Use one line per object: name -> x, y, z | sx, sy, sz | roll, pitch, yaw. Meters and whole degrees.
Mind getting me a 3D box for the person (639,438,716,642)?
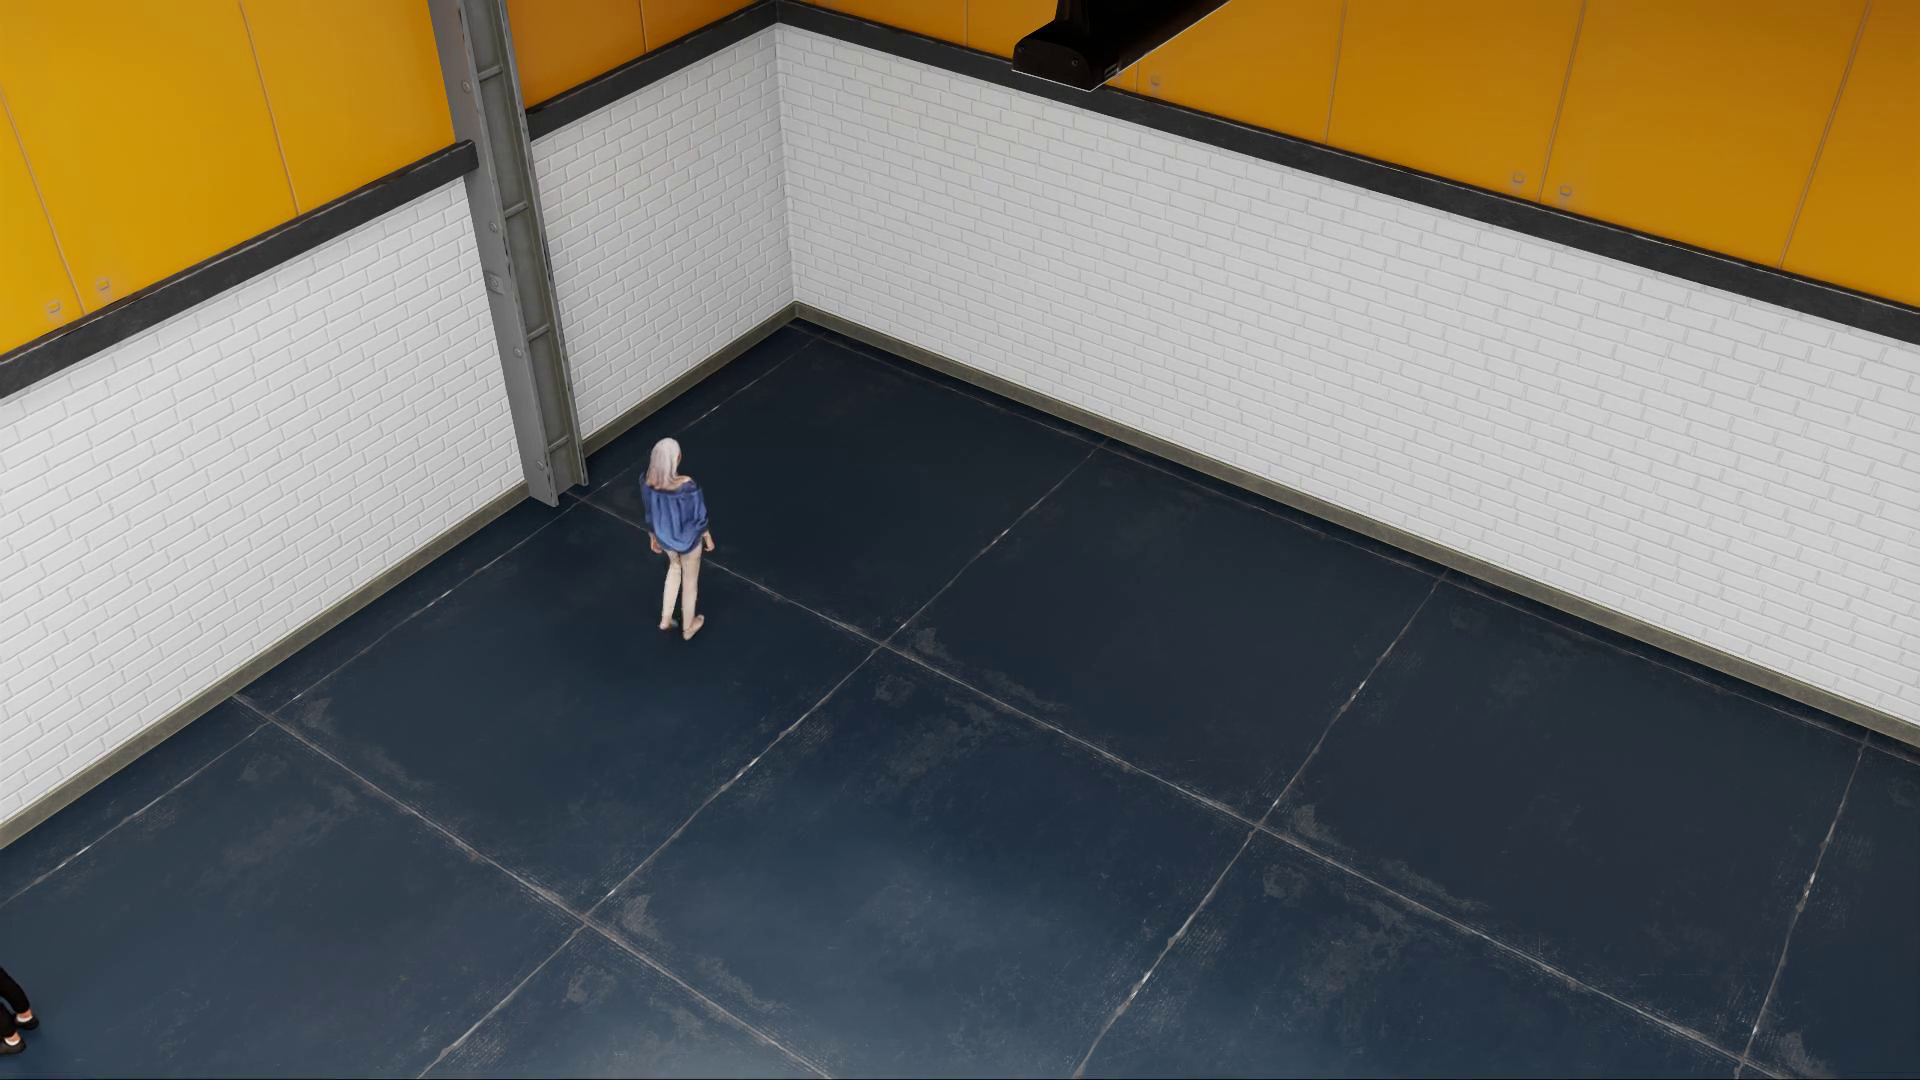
person -> -1.975, 0.055, 11.459 | 0.676, 1.686, 0.715 | 15, 41, 18
